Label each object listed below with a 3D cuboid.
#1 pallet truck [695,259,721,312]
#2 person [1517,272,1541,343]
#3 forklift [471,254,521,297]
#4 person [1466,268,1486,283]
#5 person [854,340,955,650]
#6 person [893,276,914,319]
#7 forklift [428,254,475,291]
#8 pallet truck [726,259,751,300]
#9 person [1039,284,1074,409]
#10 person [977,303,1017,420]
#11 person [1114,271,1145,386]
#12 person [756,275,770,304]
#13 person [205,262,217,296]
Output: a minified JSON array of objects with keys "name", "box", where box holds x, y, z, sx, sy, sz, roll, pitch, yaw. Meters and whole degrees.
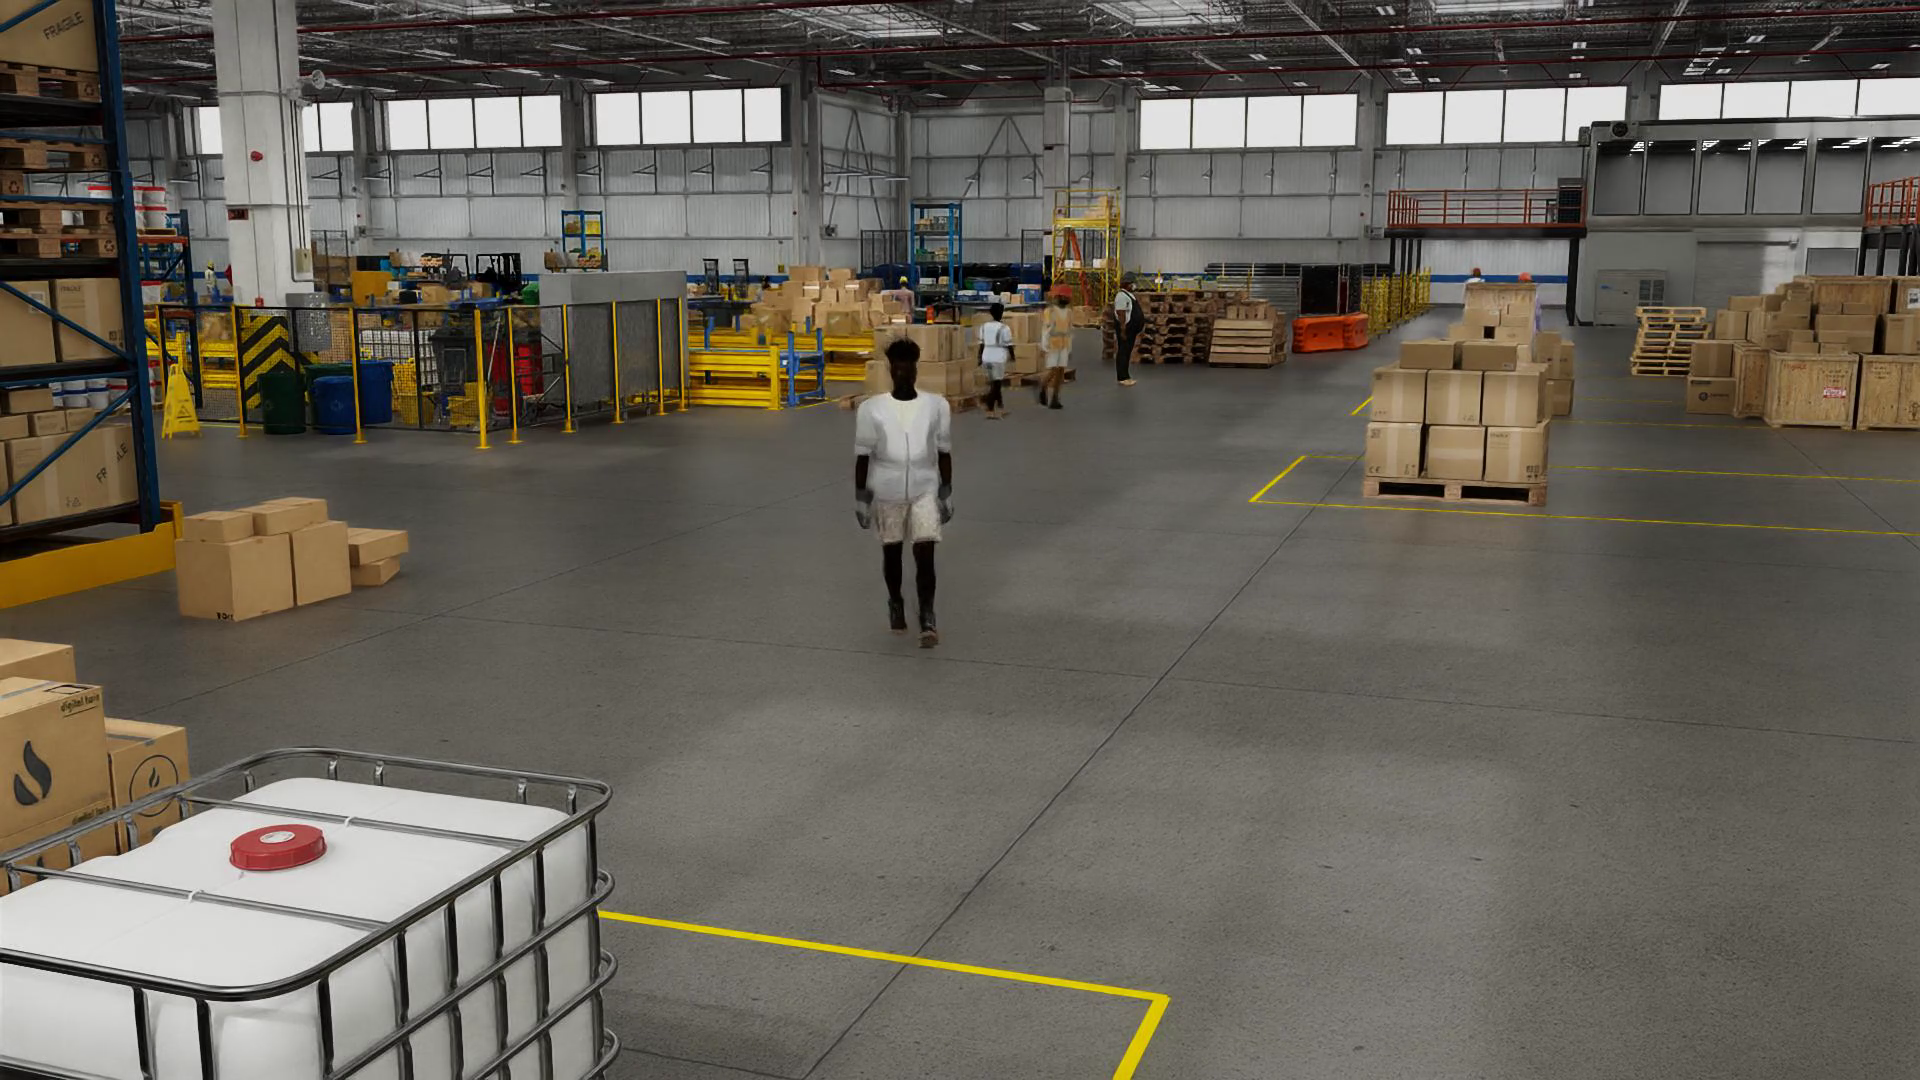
[{"name":"pallet truck","box":[-9.165,-9.627,62.776,0.823,1.965,1.885,4,11,23]},{"name":"person","box":[9.855,-3.662,29.128,0.603,2.021,0.526,-2,10,-10]},{"name":"forklift","box":[-17.990,-10.121,64.684,1.157,1.987,2.680,3,11,17]},{"name":"person","box":[14.492,-6.691,46.686,0.606,1.832,0.951,7,12,33]},{"name":"person","box":[-0.338,-0.287,10.401,0.641,1.909,1.004,-1,10,-6]},{"name":"person","box":[-1.378,-5.564,40.613,0.530,1.741,0.765,-2,10,-9]},{"name":"forklift","box":[-20.133,-10.254,65.465,1.157,1.987,2.680,3,11,19]},{"name":"pallet truck","box":[-7.986,-9.493,62.019,0.823,1.965,1.885,3,11,17]},{"name":"person","box":[1.505,-2.948,25.390,0.579,1.912,0.466,-6,12,-31]},{"name":"person","box":[0.577,-2.580,24.009,0.567,1.658,0.757,9,14,42]},{"name":"person","box":[3.021,-3.764,29.636,0.536,2.000,0.688,3,11,17]},{"name":"person","box":[-4.508,-5.073,37.618,0.952,1.831,0.523,2,10,9]},{"name":"person","box":[-29.394,-9.988,65.314,0.586,1.824,0.404,8,13,40]}]
